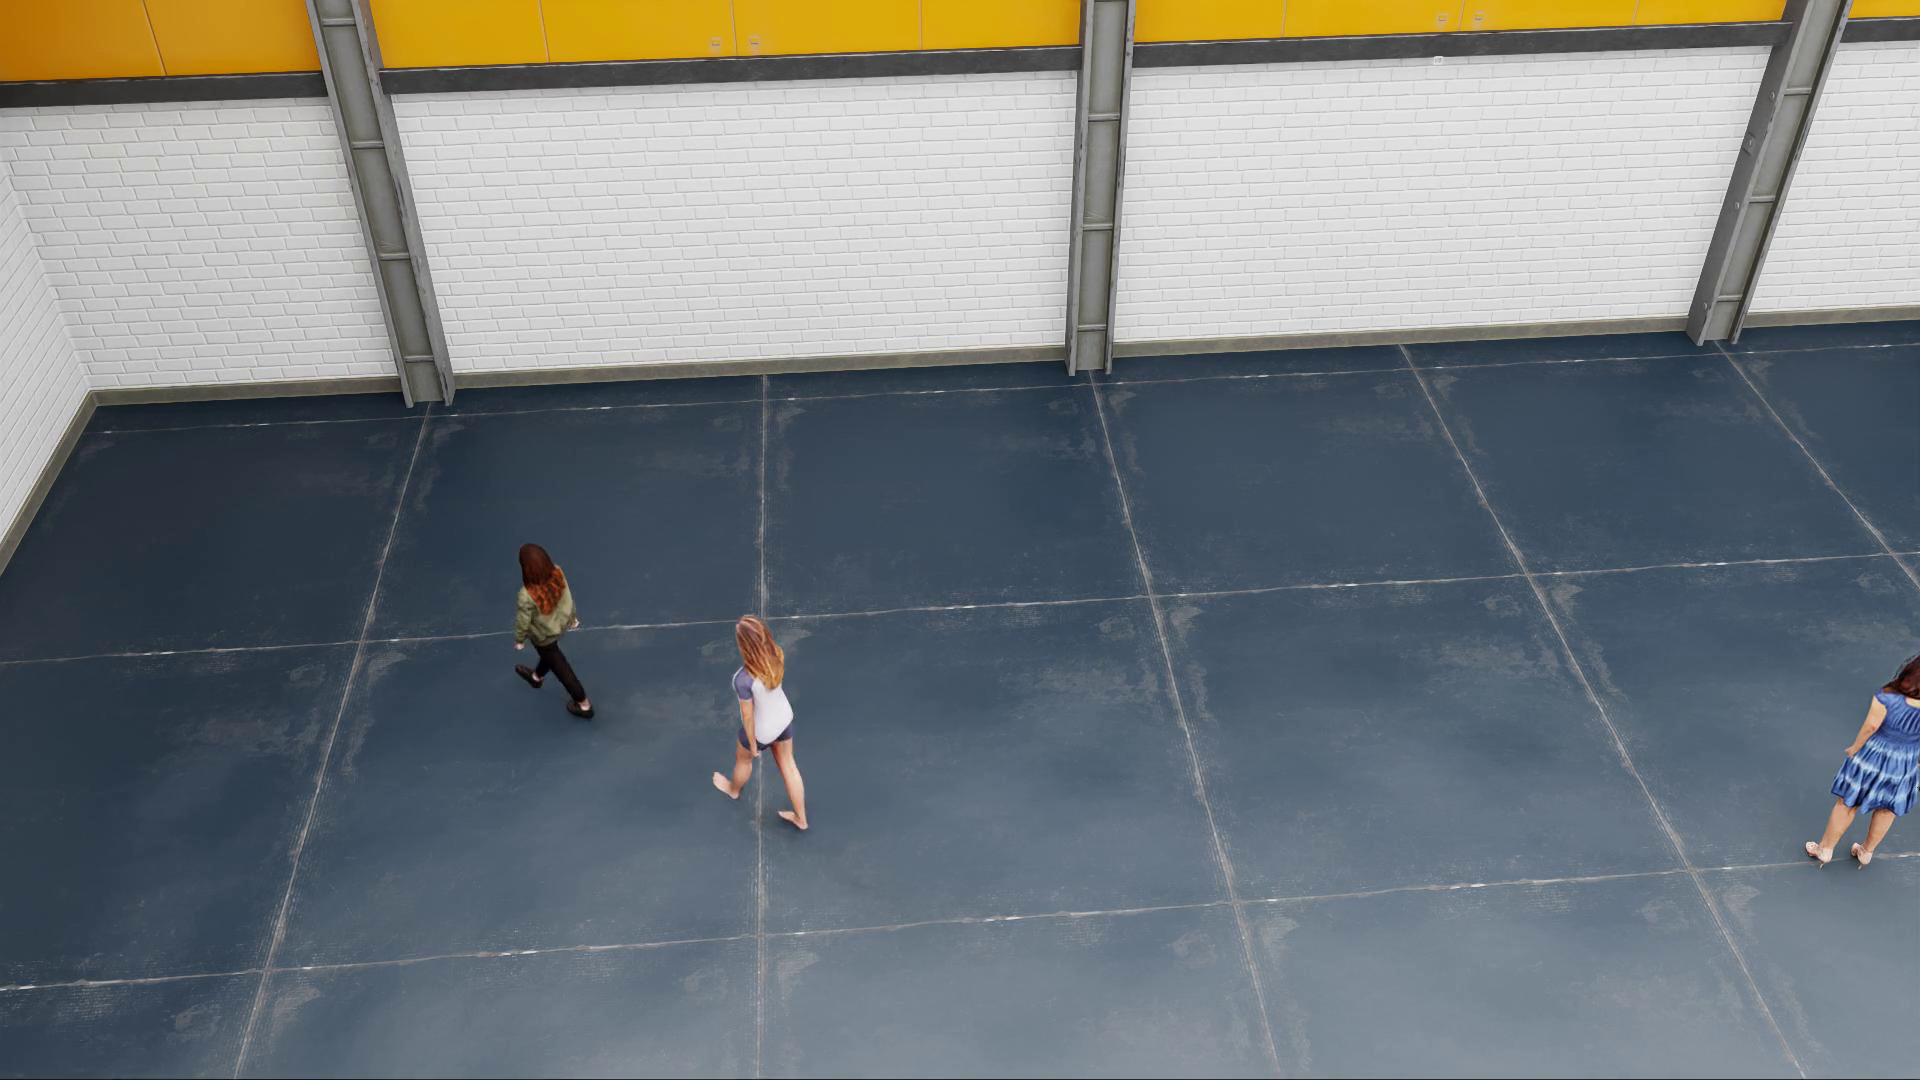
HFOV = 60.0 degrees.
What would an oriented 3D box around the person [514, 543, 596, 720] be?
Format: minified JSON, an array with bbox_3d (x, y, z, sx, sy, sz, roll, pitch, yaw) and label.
[{"bbox_3d":[-2.776,0.661,11.460,1.062,1.436,0.916,18,42,21],"label":"person"}]

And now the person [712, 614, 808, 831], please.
[{"bbox_3d":[-1.160,1.210,10.568,1.050,1.691,0.975,26,45,29],"label":"person"}]

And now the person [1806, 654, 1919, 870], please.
[{"bbox_3d":[5.703,1.375,10.270,0.574,1.805,0.770,4,39,5],"label":"person"}]
